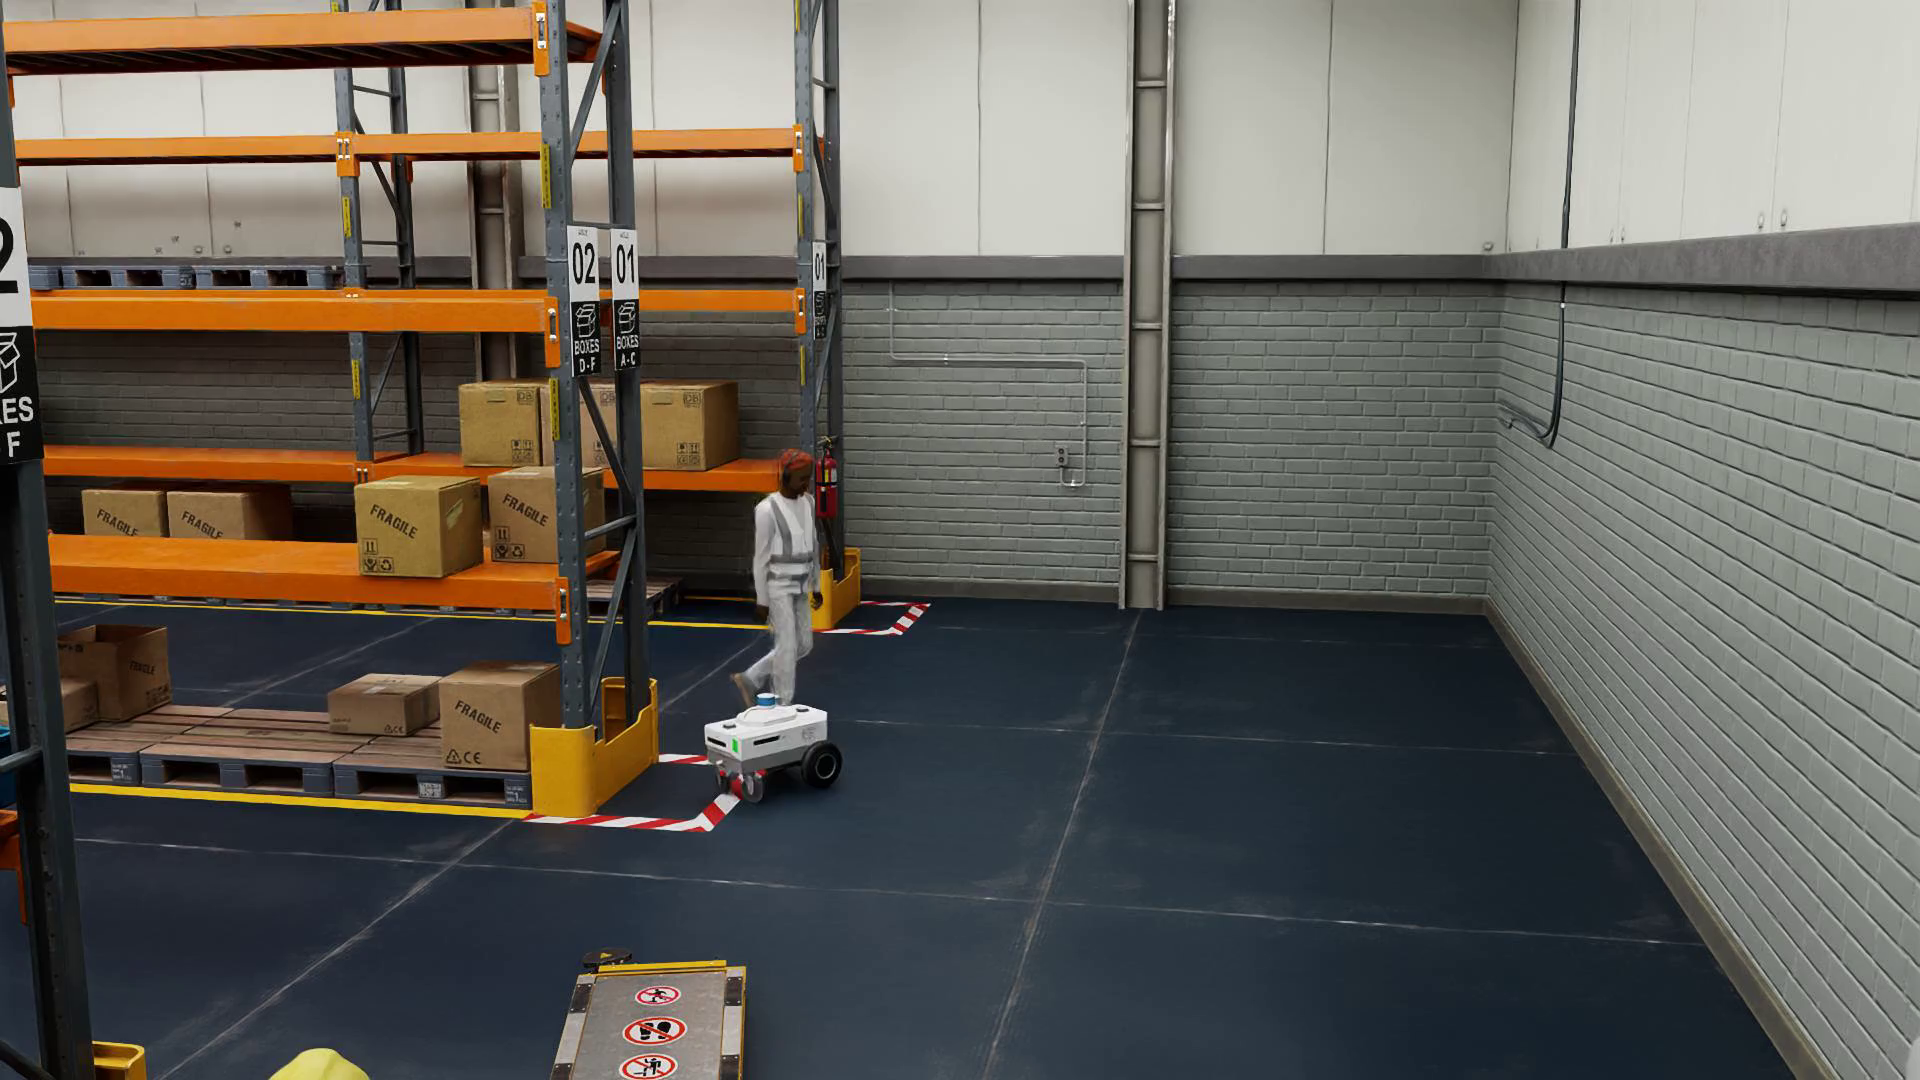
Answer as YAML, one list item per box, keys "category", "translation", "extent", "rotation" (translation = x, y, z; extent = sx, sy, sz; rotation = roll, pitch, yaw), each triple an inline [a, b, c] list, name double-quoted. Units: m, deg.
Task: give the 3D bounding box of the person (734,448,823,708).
- category: "person"
  translation: [-1.199, 0.318, 10.872]
  extent: [0.623, 1.866, 0.640]
  rotation: [5, 10, 27]

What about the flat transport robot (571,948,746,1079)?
- category: "flat transport robot"
  translation: [-1.131, 1.870, 6.159]
  extent: [0.652, 0.197, 1.431]
  rotation: [-1, 9, -6]

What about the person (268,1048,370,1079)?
- category: "person"
  translation: [-1.009, 1.682, 2.699]
  extent: [0.531, 1.767, 0.328]
  rotation: [-3, 10, -19]

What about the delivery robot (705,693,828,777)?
- category: "delivery robot"
  translation: [-1.114, 1.128, 9.592]
  extent: [0.707, 0.478, 0.477]
  rotation: [-8, 12, -42]

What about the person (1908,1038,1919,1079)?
- category: "person"
  translation: [2.123, 1.578, 3.368]
  extent: [0.323, 1.755, 0.563]
  rotation: [0, 9, 1]
